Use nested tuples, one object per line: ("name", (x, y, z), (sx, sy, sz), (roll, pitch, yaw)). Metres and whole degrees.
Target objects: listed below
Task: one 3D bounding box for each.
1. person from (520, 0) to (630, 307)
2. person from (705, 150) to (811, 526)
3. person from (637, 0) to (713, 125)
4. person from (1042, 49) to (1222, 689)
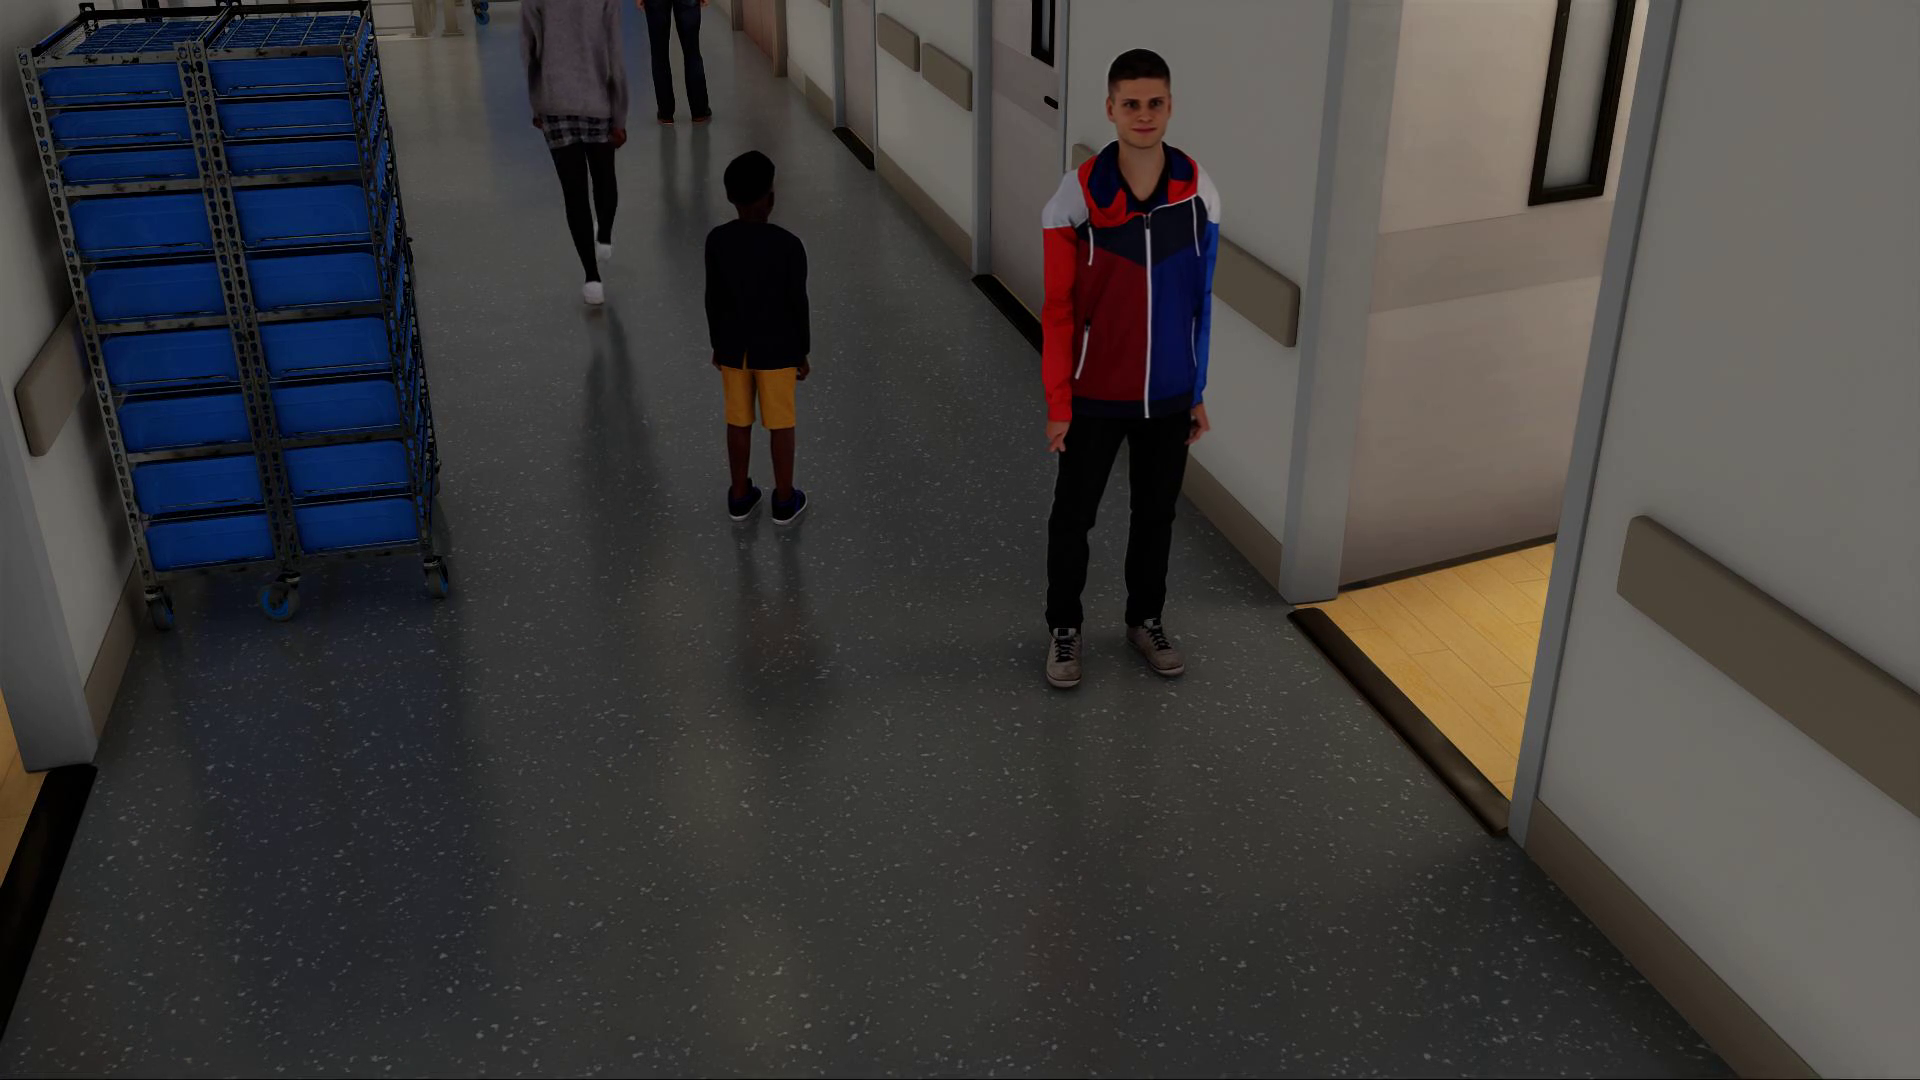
("person", (-1.767, -1.941, 7.709), (0.620, 1.726, 1.141), (-7, 27, -14))
("person", (-0.686, -0.667, 5.594), (0.582, 1.269, 0.618), (3, 26, 6))
("person", (-2.011, -3.841, 11.542), (0.680, 1.818, 0.589), (-3, 26, -7))
("person", (0.457, -0.436, 4.553), (0.644, 1.757, 0.539), (-5, 26, -11))
